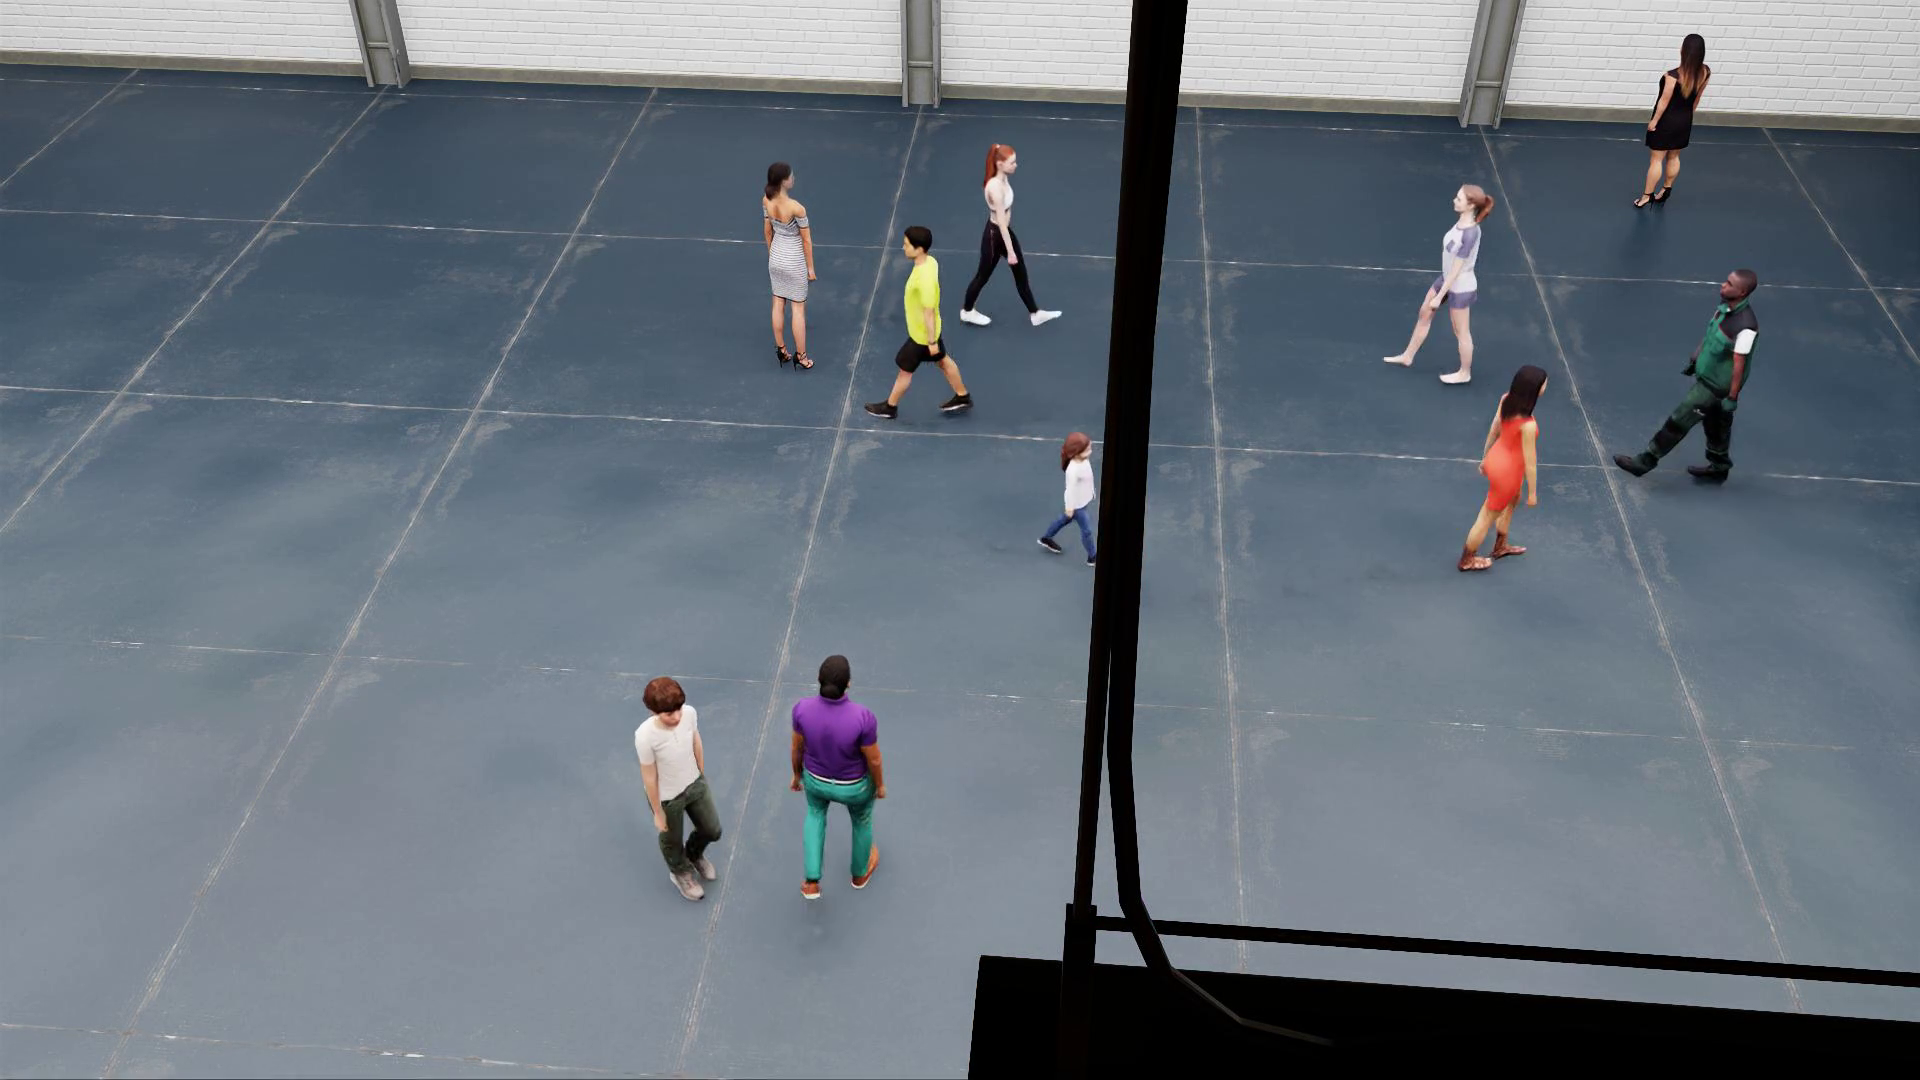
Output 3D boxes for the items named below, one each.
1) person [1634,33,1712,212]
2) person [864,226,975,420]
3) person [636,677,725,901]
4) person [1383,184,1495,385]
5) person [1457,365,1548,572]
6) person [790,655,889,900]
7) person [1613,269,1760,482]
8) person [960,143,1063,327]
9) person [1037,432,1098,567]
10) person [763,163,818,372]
[{"bbox_3d":[6.779,-3.960,15.801,0.694,1.718,0.807,-14,41,-17],"label":"person"},{"bbox_3d":[-0.200,-1.665,12.968,1.129,1.666,0.712,-1,39,-1],"label":"person"},{"bbox_3d":[-1.622,1.341,9.222,0.705,1.644,0.765,-28,46,-30],"label":"person"},{"bbox_3d":[4.085,-2.020,13.351,0.914,1.743,0.551,3,39,3],"label":"person"},{"bbox_3d":[3.660,-0.446,11.413,0.846,1.702,0.733,-6,39,-8],"label":"person"},{"bbox_3d":[-0.677,1.337,9.144,0.762,1.747,0.803,4,39,6],"label":"person"},{"bbox_3d":[5.647,-1.149,12.219,1.151,1.795,0.768,6,39,7],"label":"person"},{"bbox_3d":[0.220,-2.519,14.008,1.144,1.704,0.715,8,39,10],"label":"person"},{"bbox_3d":[0.773,-0.310,11.739,0.820,1.084,0.557,11,40,14],"label":"person"},{"bbox_3d":[-1.406,-2.218,13.536,0.614,1.822,0.736,22,43,25],"label":"person"}]
